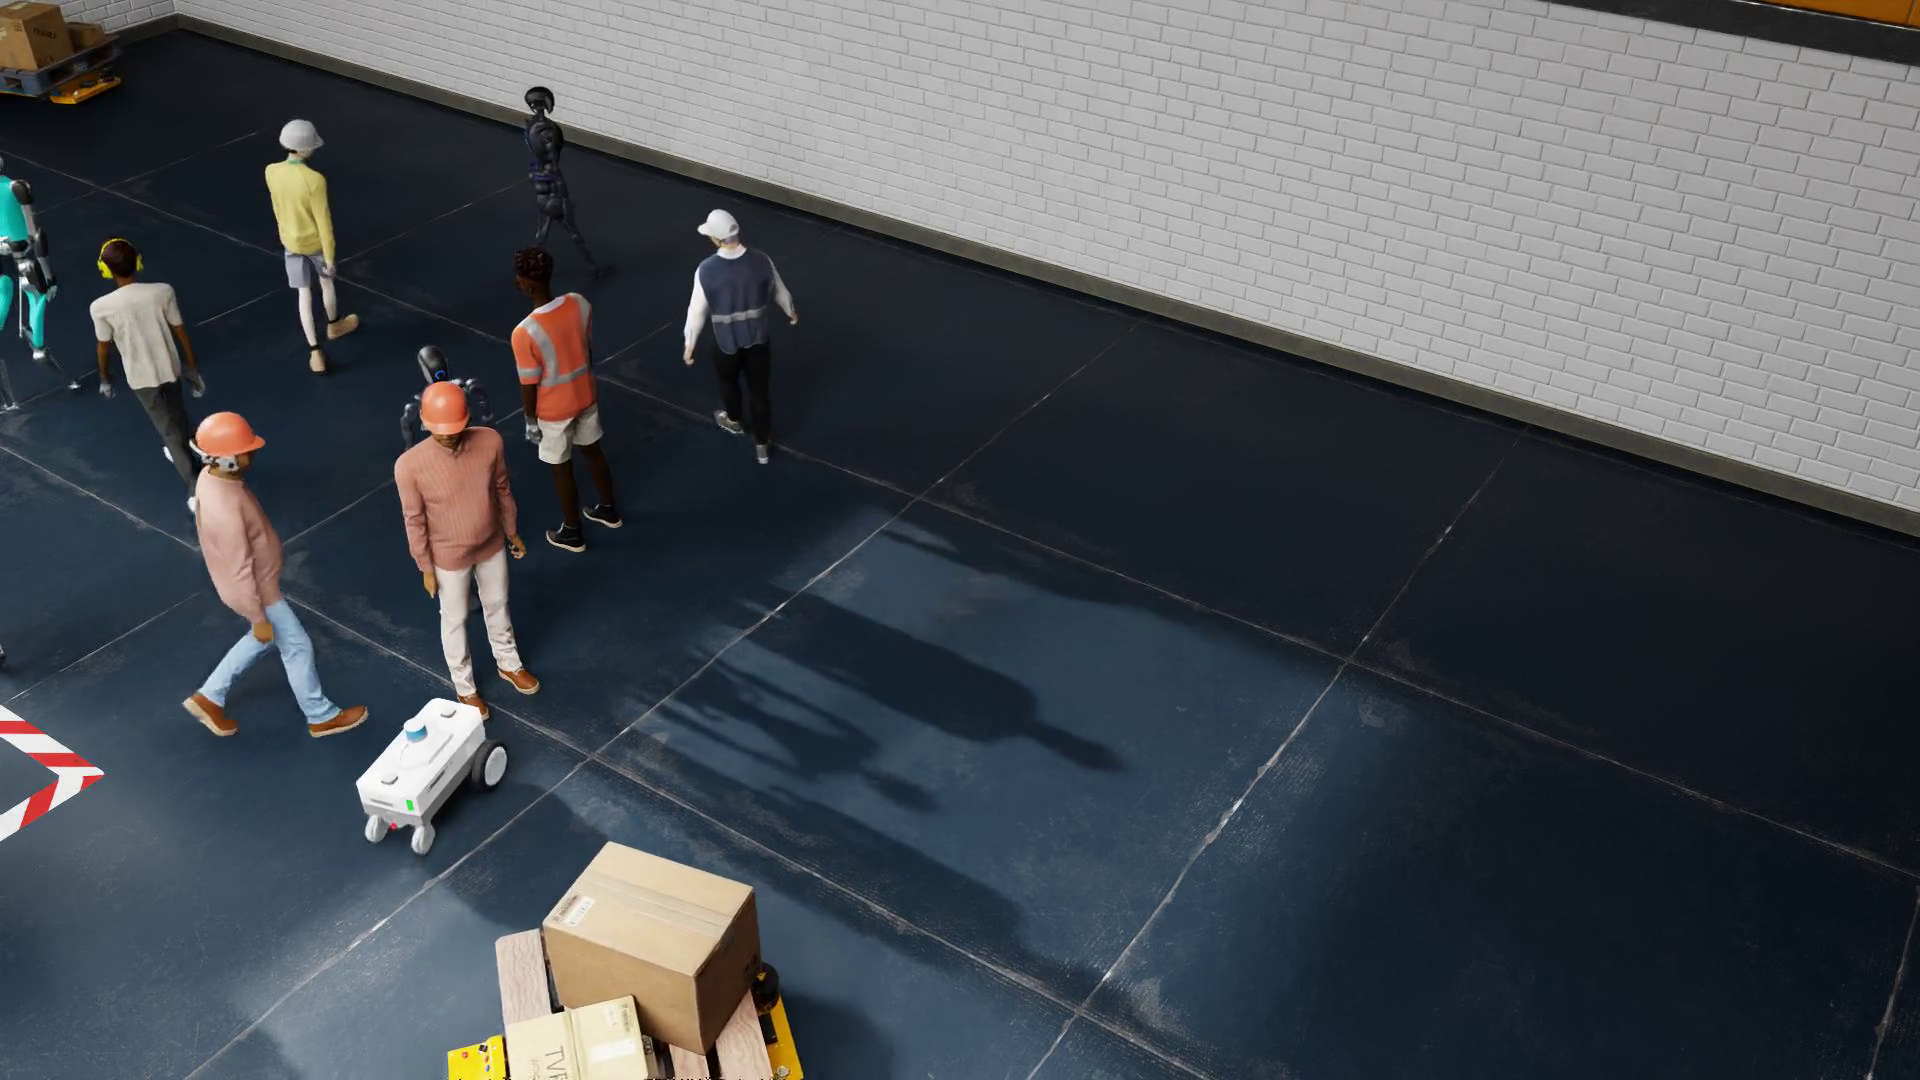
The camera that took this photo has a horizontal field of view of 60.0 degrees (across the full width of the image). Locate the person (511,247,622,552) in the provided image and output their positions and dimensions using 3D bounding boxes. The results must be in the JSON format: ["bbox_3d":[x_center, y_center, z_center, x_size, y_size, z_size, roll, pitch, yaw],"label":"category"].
[{"bbox_3d":[-2.405,-0.844,10.006,0.394,1.956,0.603,20,40,26],"label":"person"}]

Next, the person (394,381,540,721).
[{"bbox_3d":[-2.564,0.043,8.704,0.610,1.989,0.388,-28,44,-34],"label":"person"}]

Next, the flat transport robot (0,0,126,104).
[{"bbox_3d":[-9.399,-4.714,17.000,1.431,0.231,0.659,11,36,15],"label":"flat transport robot"}]

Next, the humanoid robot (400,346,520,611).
[{"bbox_3d":[-2.841,-0.371,9.564,0.607,1.654,0.386,-28,44,-34],"label":"humanoid robot"}]

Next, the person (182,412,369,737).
[{"bbox_3d":[-3.660,0.245,8.440,0.786,1.962,0.639,-18,39,-24],"label":"person"}]

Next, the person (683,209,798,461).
[{"bbox_3d":[-1.458,-1.397,10.995,0.824,1.720,0.757,-11,36,-15],"label":"person"}]

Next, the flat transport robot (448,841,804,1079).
[{"bbox_3d":[-1.420,2.245,7.056,1.431,0.231,0.659,-10,36,-14],"label":"flat transport robot"}]

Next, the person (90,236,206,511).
[{"bbox_3d":[-5.090,-1.043,10.402,0.951,1.825,0.527,28,44,34],"label":"person"}]

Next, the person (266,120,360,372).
[{"bbox_3d":[-4.676,-2.150,11.986,0.480,1.820,0.884,-1,35,-2],"label":"person"}]

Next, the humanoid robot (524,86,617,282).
[{"bbox_3d":[-3.187,-2.777,13.046,0.787,1.631,0.607,-15,38,-20],"label":"humanoid robot"}]

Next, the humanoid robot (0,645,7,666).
[{"bbox_3d":[-5.637,-0.010,9.053,0.543,1.778,1.023,-28,44,-34],"label":"humanoid robot"}]

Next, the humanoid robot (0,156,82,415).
[{"bbox_3d":[-6.556,-1.675,11.426,0.531,1.803,0.798,-2,35,-3],"label":"humanoid robot"}]

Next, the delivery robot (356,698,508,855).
[{"bbox_3d":[-2.681,1.141,8.396,0.499,0.610,0.788,11,36,15],"label":"delivery robot"}]
